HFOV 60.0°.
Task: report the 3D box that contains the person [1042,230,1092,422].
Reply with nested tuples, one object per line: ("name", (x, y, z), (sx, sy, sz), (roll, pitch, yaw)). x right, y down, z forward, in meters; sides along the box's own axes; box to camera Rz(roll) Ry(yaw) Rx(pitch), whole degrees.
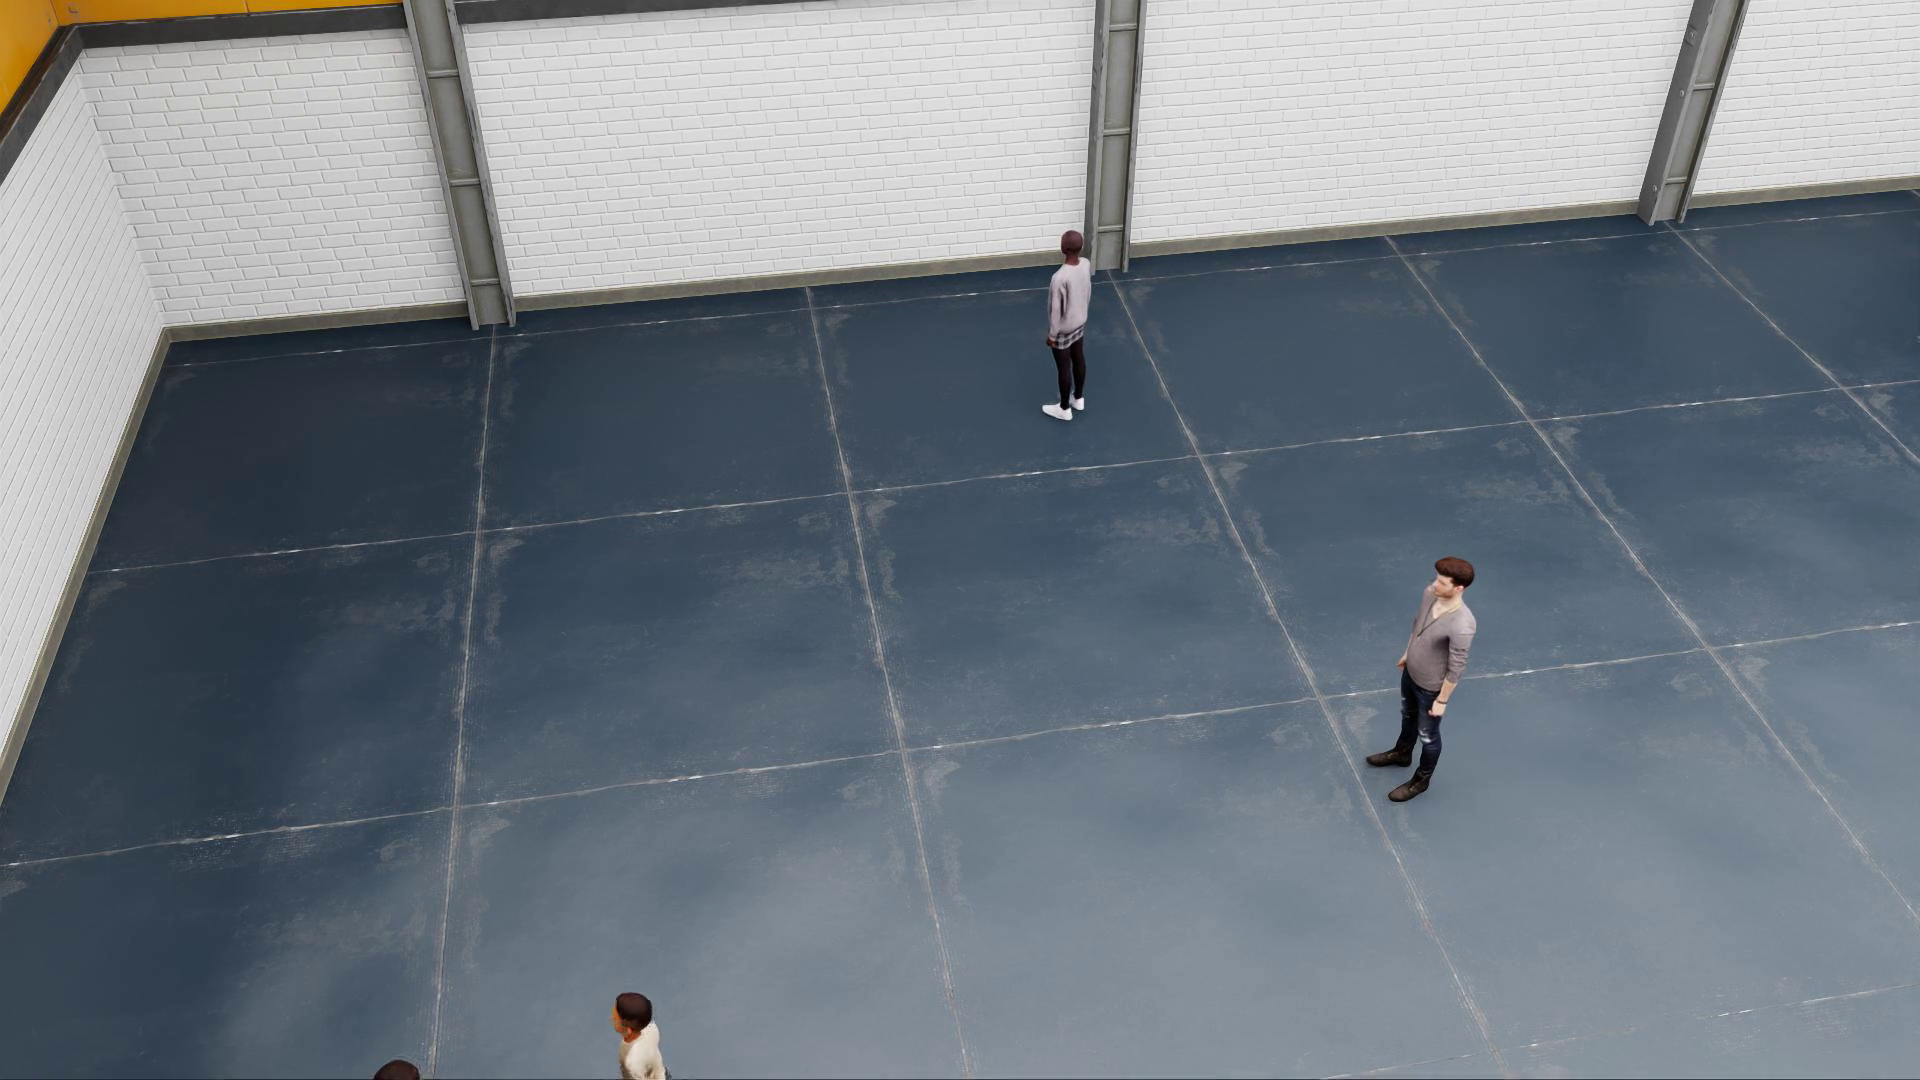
("person", (0.932, -1.828, 14.122), (0.752, 1.771, 0.670), (29, 47, 31))

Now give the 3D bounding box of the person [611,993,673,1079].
("person", (-1.589, 2.814, 8.556), (0.553, 1.463, 0.587), (-7, 39, -8))

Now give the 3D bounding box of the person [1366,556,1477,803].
("person", (3.010, 0.869, 10.639), (0.603, 1.904, 0.694), (-10, 40, -12))
